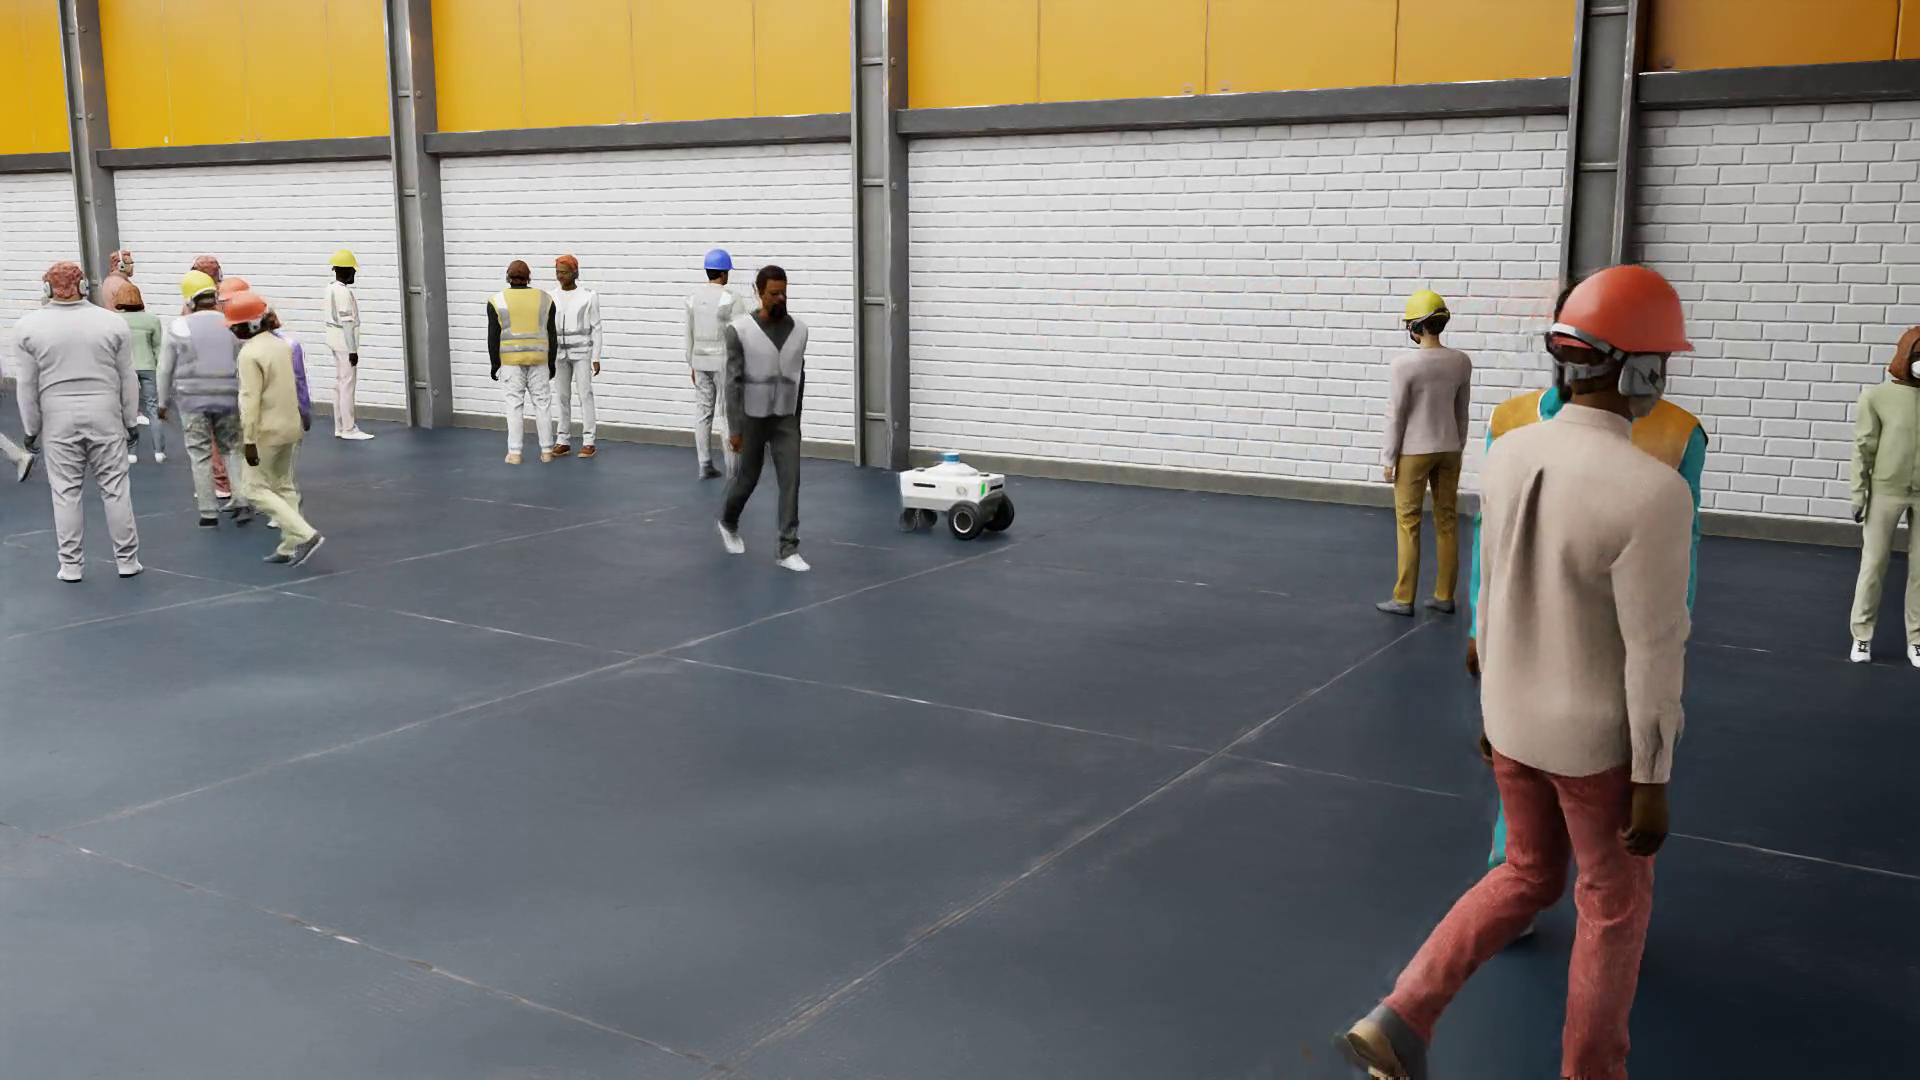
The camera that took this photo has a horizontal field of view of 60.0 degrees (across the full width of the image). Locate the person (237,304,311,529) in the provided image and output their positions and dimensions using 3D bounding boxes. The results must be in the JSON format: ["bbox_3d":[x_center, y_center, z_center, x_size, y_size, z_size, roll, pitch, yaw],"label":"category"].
[{"bbox_3d":[-4.934,-0.929,12.008,0.510,1.596,0.834,1,10,7],"label":"person"}]

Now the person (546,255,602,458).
[{"bbox_3d":[-3.617,-1.702,15.495,0.585,1.882,0.337,2,10,13],"label":"person"}]

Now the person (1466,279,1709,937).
[{"bbox_3d":[1.704,0.246,4.606,0.596,1.918,0.380,8,13,37],"label":"person"}]

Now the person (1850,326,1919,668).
[{"bbox_3d":[4.498,-0.202,7.906,0.494,1.624,0.279,3,11,16],"label":"person"}]

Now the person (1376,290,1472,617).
[{"bbox_3d":[2.499,-0.461,8.980,0.524,1.761,0.339,-4,11,-20],"label":"person"}]

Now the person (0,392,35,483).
[{"bbox_3d":[-8.072,-1.251,13.747,0.734,1.614,0.517,0,10,-1],"label":"person"}]

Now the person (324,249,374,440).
[{"bbox_3d":[-6.234,-1.978,16.903,0.366,1.926,0.593,-7,12,-33],"label":"person"}]

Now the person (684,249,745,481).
[{"bbox_3d":[-2.042,-1.471,14.036,0.605,1.949,0.402,6,12,29],"label":"person"}]

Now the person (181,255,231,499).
[{"bbox_3d":[-5.850,-1.272,13.059,0.403,1.903,0.652,3,11,16],"label":"person"}]

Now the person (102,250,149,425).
[{"bbox_3d":[-9.142,-2.216,18.283,0.408,1.909,0.642,-9,14,-41],"label":"person"}]

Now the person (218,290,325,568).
[{"bbox_3d":[-4.191,-0.665,10.202,0.482,1.724,0.696,1,10,3],"label":"person"}]

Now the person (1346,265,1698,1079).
[{"bbox_3d":[1.272,0.404,3.589,0.674,1.976,0.620,-4,11,-19],"label":"person"}]

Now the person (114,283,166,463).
[{"bbox_3d":[-7.514,-1.517,15.166,0.500,1.633,0.281,-8,13,-37],"label":"person"}]

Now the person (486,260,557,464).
[{"bbox_3d":[-3.968,-1.610,15.102,0.624,1.845,0.430,-5,11,-24],"label":"person"}]

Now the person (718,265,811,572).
[{"bbox_3d":[-1.252,-0.775,10.390,0.604,1.885,0.907,-7,13,-35],"label":"person"}]

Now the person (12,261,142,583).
[{"bbox_3d":[-5.219,-0.696,9.883,0.637,1.901,0.403,-6,12,-29],"label":"person"}]

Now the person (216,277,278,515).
[{"bbox_3d":[-5.301,-1.062,12.308,0.569,1.751,0.329,3,11,17],"label":"person"}]

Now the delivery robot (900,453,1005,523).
[{"bbox_3d":[-0.056,-0.359,11.479,0.707,0.478,0.477,6,12,30],"label":"delivery robot"}]

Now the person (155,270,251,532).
[{"bbox_3d":[-5.246,-0.963,11.578,0.608,1.812,0.502,-10,14,-43],"label":"person"}]
